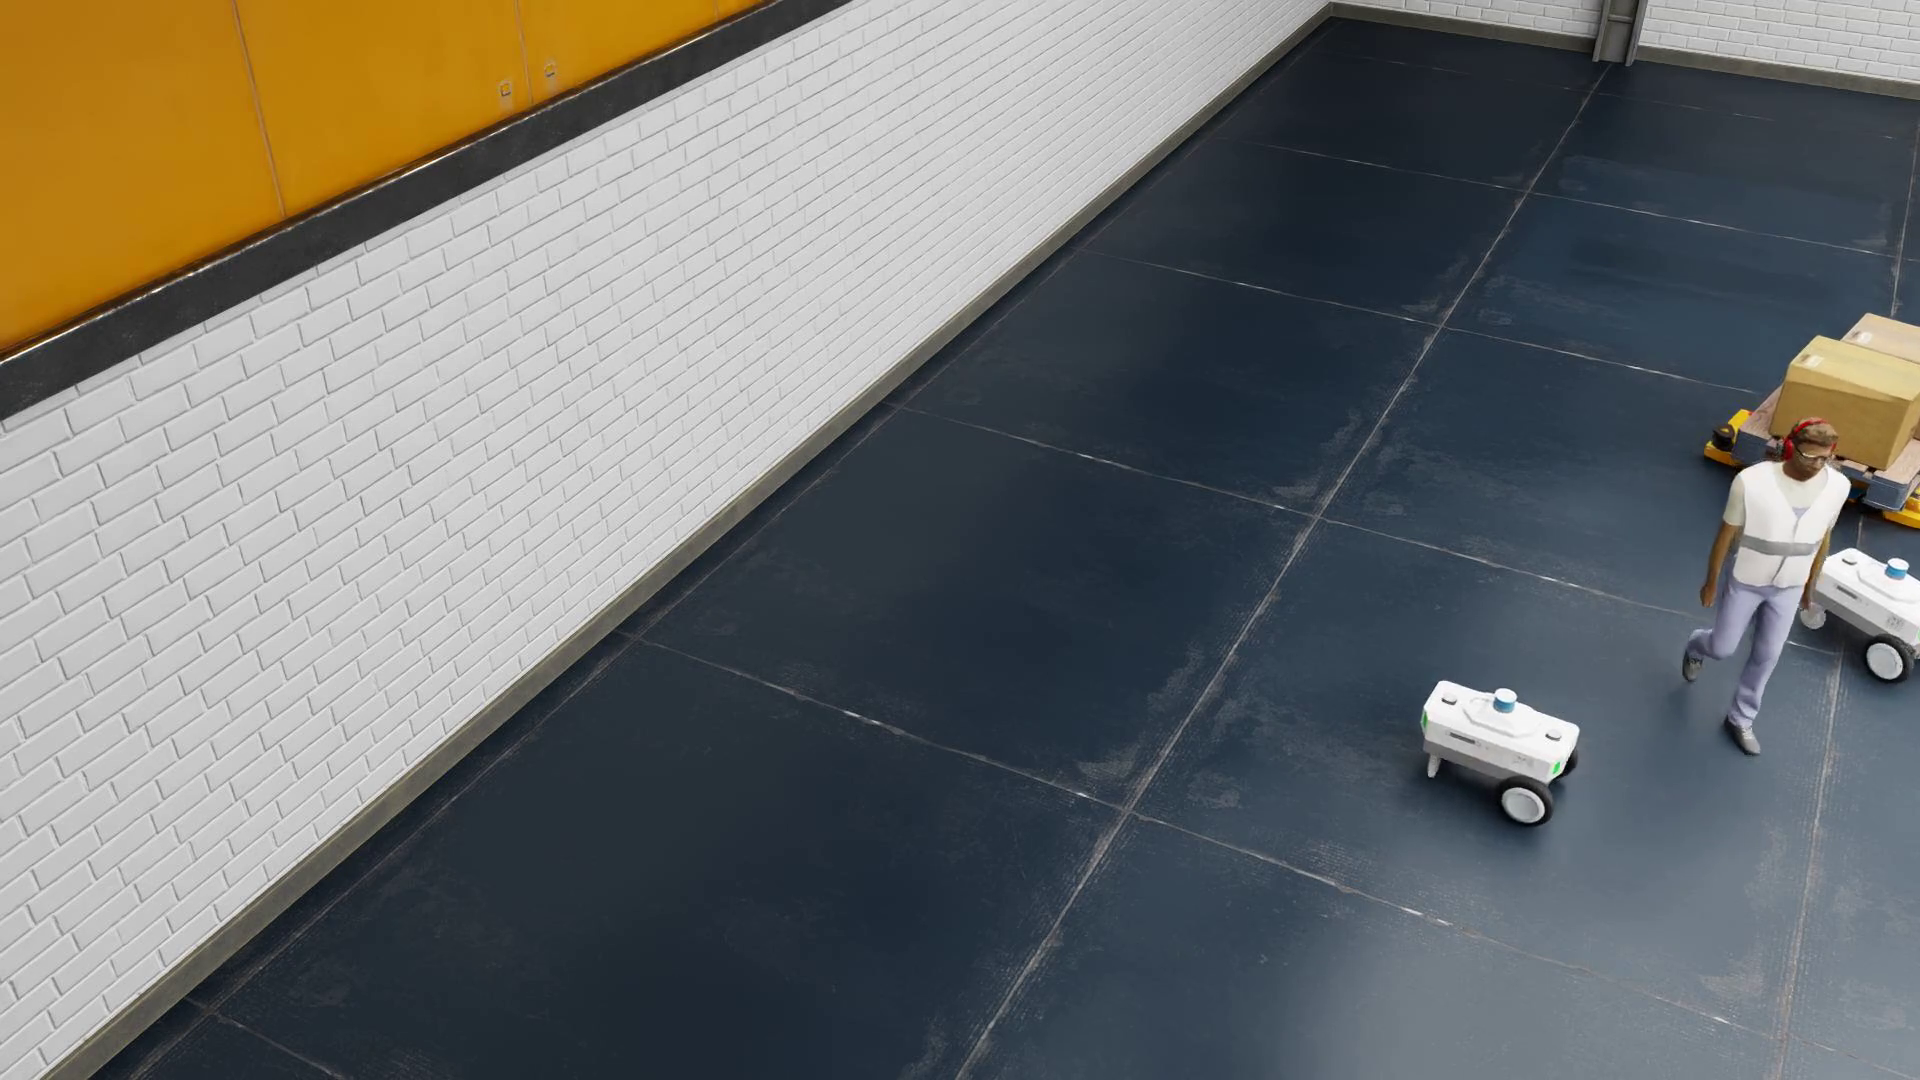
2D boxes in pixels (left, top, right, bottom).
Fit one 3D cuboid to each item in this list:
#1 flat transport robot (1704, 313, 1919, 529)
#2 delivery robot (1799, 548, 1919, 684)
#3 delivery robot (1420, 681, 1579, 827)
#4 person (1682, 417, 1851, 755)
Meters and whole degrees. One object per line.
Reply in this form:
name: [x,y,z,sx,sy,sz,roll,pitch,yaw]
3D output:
flat transport robot: [5.643,-0.497,10.717,1.431,0.231,0.659,26,42,33]
delivery robot: [5.087,0.379,9.150,0.499,0.586,0.773,-17,38,-24]
delivery robot: [2.663,0.998,8.222,0.746,0.578,0.499,19,38,26]
person: [4.000,0.176,8.310,0.576,1.824,0.650,1,34,1]
